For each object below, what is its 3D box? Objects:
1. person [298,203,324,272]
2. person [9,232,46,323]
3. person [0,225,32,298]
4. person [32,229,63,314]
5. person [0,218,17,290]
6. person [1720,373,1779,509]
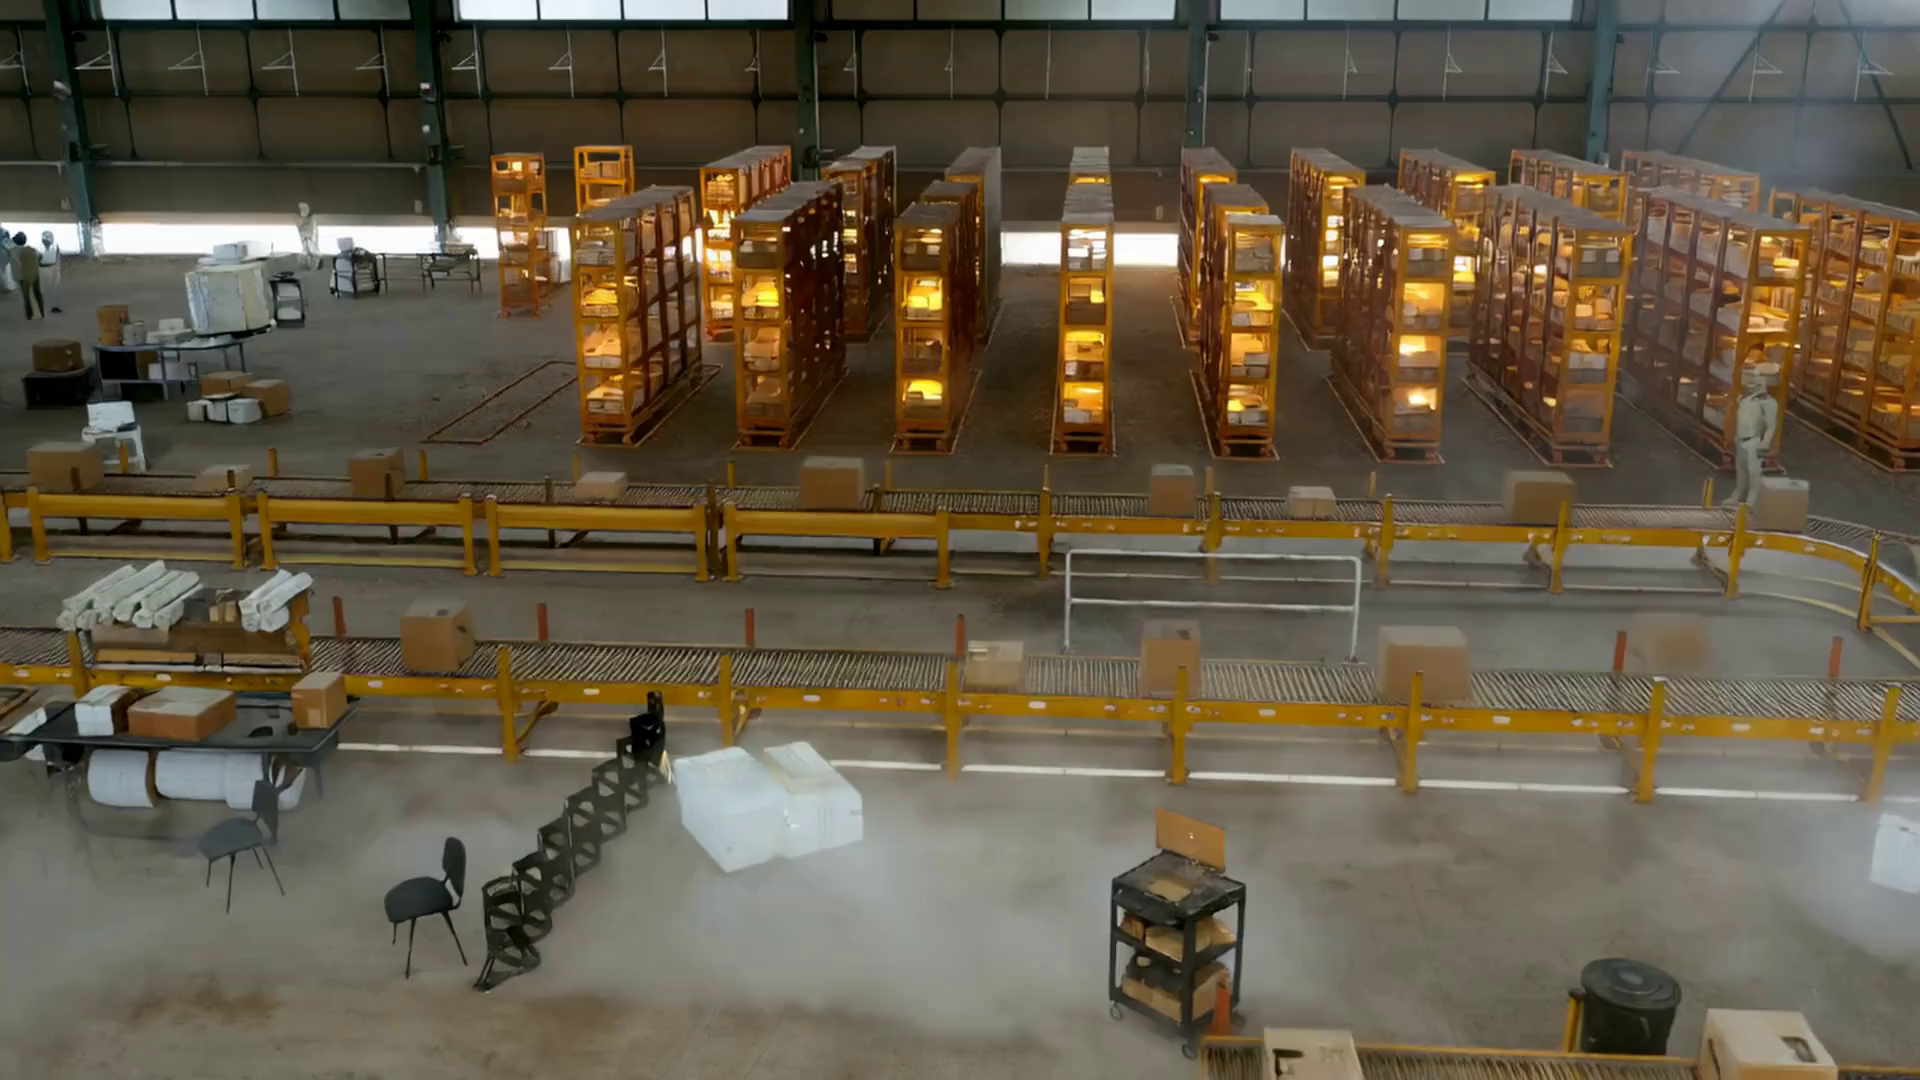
[{"bbox_3d":[-17.200,-7.998,43.962,0.644,1.832,0.431,8,19,23],"label":"person"},{"bbox_3d":[-20.548,-5.779,36.629,0.391,1.995,0.613,13,22,35],"label":"person"},{"bbox_3d":[-22.767,-6.742,40.106,0.578,1.728,0.597,-3,18,-10],"label":"person"},{"bbox_3d":[-20.680,-6.083,37.709,0.551,1.922,0.633,13,21,35],"label":"person"},{"bbox_3d":[-23.635,-7.083,40.912,0.506,1.910,0.575,4,18,14],"label":"person"},{"bbox_3d":[10.771,-1.329,22.659,0.409,1.908,0.639,-4,18,-11],"label":"person"}]
